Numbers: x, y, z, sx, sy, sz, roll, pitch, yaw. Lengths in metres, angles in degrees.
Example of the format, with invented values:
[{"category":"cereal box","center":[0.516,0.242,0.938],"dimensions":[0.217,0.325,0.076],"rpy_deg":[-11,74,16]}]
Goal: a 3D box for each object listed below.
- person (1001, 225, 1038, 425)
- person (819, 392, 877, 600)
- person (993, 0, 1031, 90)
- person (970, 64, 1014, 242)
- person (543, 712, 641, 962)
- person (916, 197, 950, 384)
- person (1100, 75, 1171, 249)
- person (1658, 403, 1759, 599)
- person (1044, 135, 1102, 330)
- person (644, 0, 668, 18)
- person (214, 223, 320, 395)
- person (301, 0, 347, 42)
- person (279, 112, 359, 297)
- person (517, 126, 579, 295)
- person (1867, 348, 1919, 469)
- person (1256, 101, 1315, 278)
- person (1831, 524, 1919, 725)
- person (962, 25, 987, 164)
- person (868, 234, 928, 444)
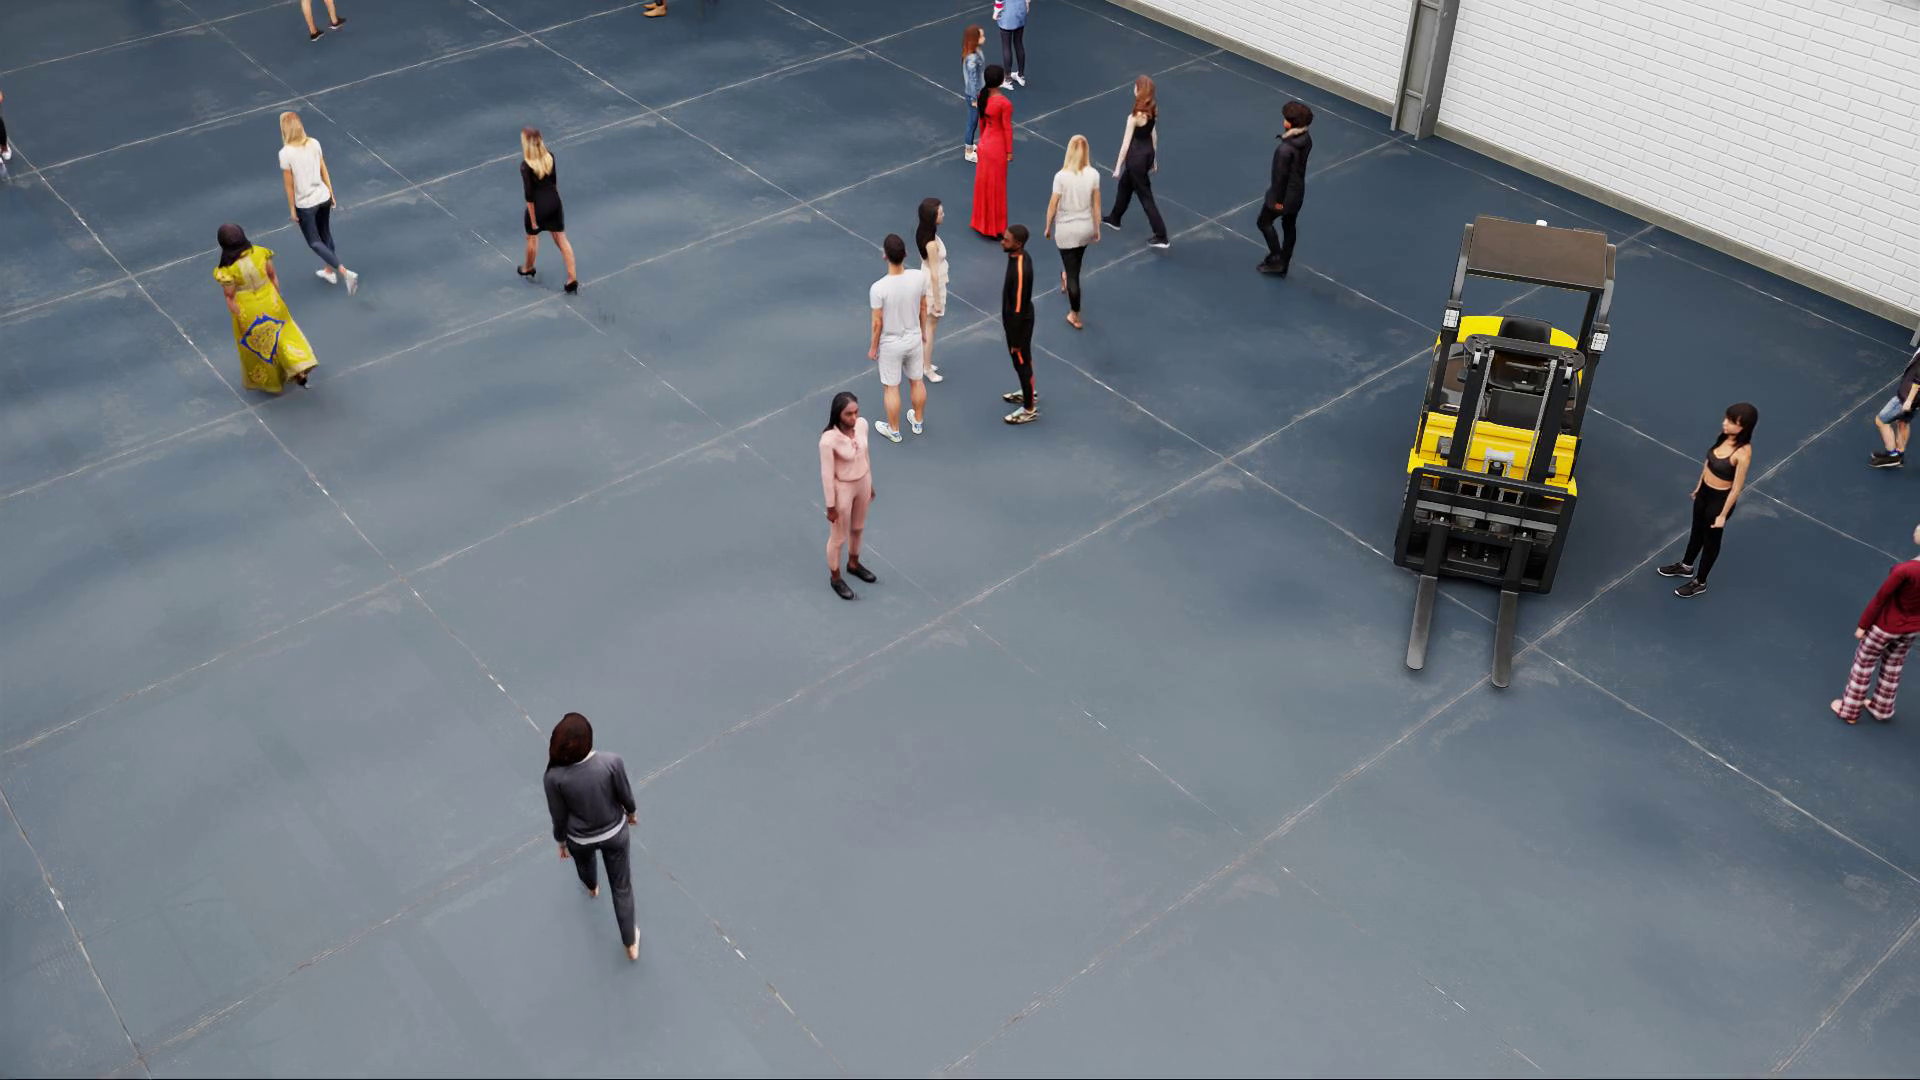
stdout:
[{"category":"person","center":[0.505,-1.824,13.888],"dimensions":[0.786,1.802,0.707],"rpy_deg":[0,39,0]},{"category":"person","center":[-0.817,-0.347,12.103],"dimensions":[0.569,1.719,0.656],"rpy_deg":[28,46,31]},{"category":"person","center":[0.619,-6.140,19.286],"dimensions":[0.648,1.810,0.516],"rpy_deg":[-25,45,-28]},{"category":"person","center":[0.316,-3.824,16.412],"dimensions":[0.663,1.786,0.522],"rpy_deg":[-28,47,-31]},{"category":"person","center":[-2.056,1.716,9.513],"dimensions":[0.904,1.729,1.135],"rpy_deg":[-11,40,-13]},{"category":"person","center":[-0.263,-2.161,14.364],"dimensions":[0.725,1.734,0.615],"rpy_deg":[-8,39,-9]},{"category":"person","center":[1.828,-3.648,16.252],"dimensions":[1.174,1.701,0.732],"rpy_deg":[29,47,31]},{"category":"person","center":[5.516,-0.305,12.112],"dimensions":[0.689,1.643,0.592],"rpy_deg":[-5,39,-6]},{"category":"person","center":[1.064,-2.734,15.033],"dimensions":[0.939,1.794,1.161],"rpy_deg":[-9,39,-11]},{"category":"person","center":[-3.938,-7.536,21.112],"dimensions":[0.751,1.711,0.660],"rpy_deg":[-2,39,-3]},{"category":"person","center":[-5.930,-1.931,14.153],"dimensions":[0.947,1.648,0.784],"rpy_deg":[29,47,32]},{"category":"person","center":[-8.116,-7.073,20.440],"dimensions":[0.901,1.826,0.946],"rpy_deg":[5,39,6]},{"category":"person","center":[-5.980,-3.100,15.494],"dimensions":[1.065,1.791,0.770],"rpy_deg":[25,45,28]},{"category":"person","center":[-3.813,-3.030,15.524],"dimensions":[1.004,1.644,0.709],"rpy_deg":[26,45,28]},{"category":"person","center":[7.721,-1.172,13.363],"dimensions":[0.556,1.437,0.567],"rpy_deg":[30,47,32]},{"category":"person","center":[3.154,-3.267,15.725],"dimensions":[0.614,1.763,0.648],"rpy_deg":[30,48,32]},{"category":"person","center":[6.205,0.541,11.010],"dimensions":[0.694,1.697,0.677],"rpy_deg":[-8,39,-10]},{"category":"person","center":[0.155,-4.814,17.892],"dimensions":[0.690,1.476,0.634],"rpy_deg":[4,39,5]},{"category":"person","center":[-0.490,-1.641,13.621],"dimensions":[0.712,1.848,0.620],"rpy_deg":[-21,43,-24]}]
